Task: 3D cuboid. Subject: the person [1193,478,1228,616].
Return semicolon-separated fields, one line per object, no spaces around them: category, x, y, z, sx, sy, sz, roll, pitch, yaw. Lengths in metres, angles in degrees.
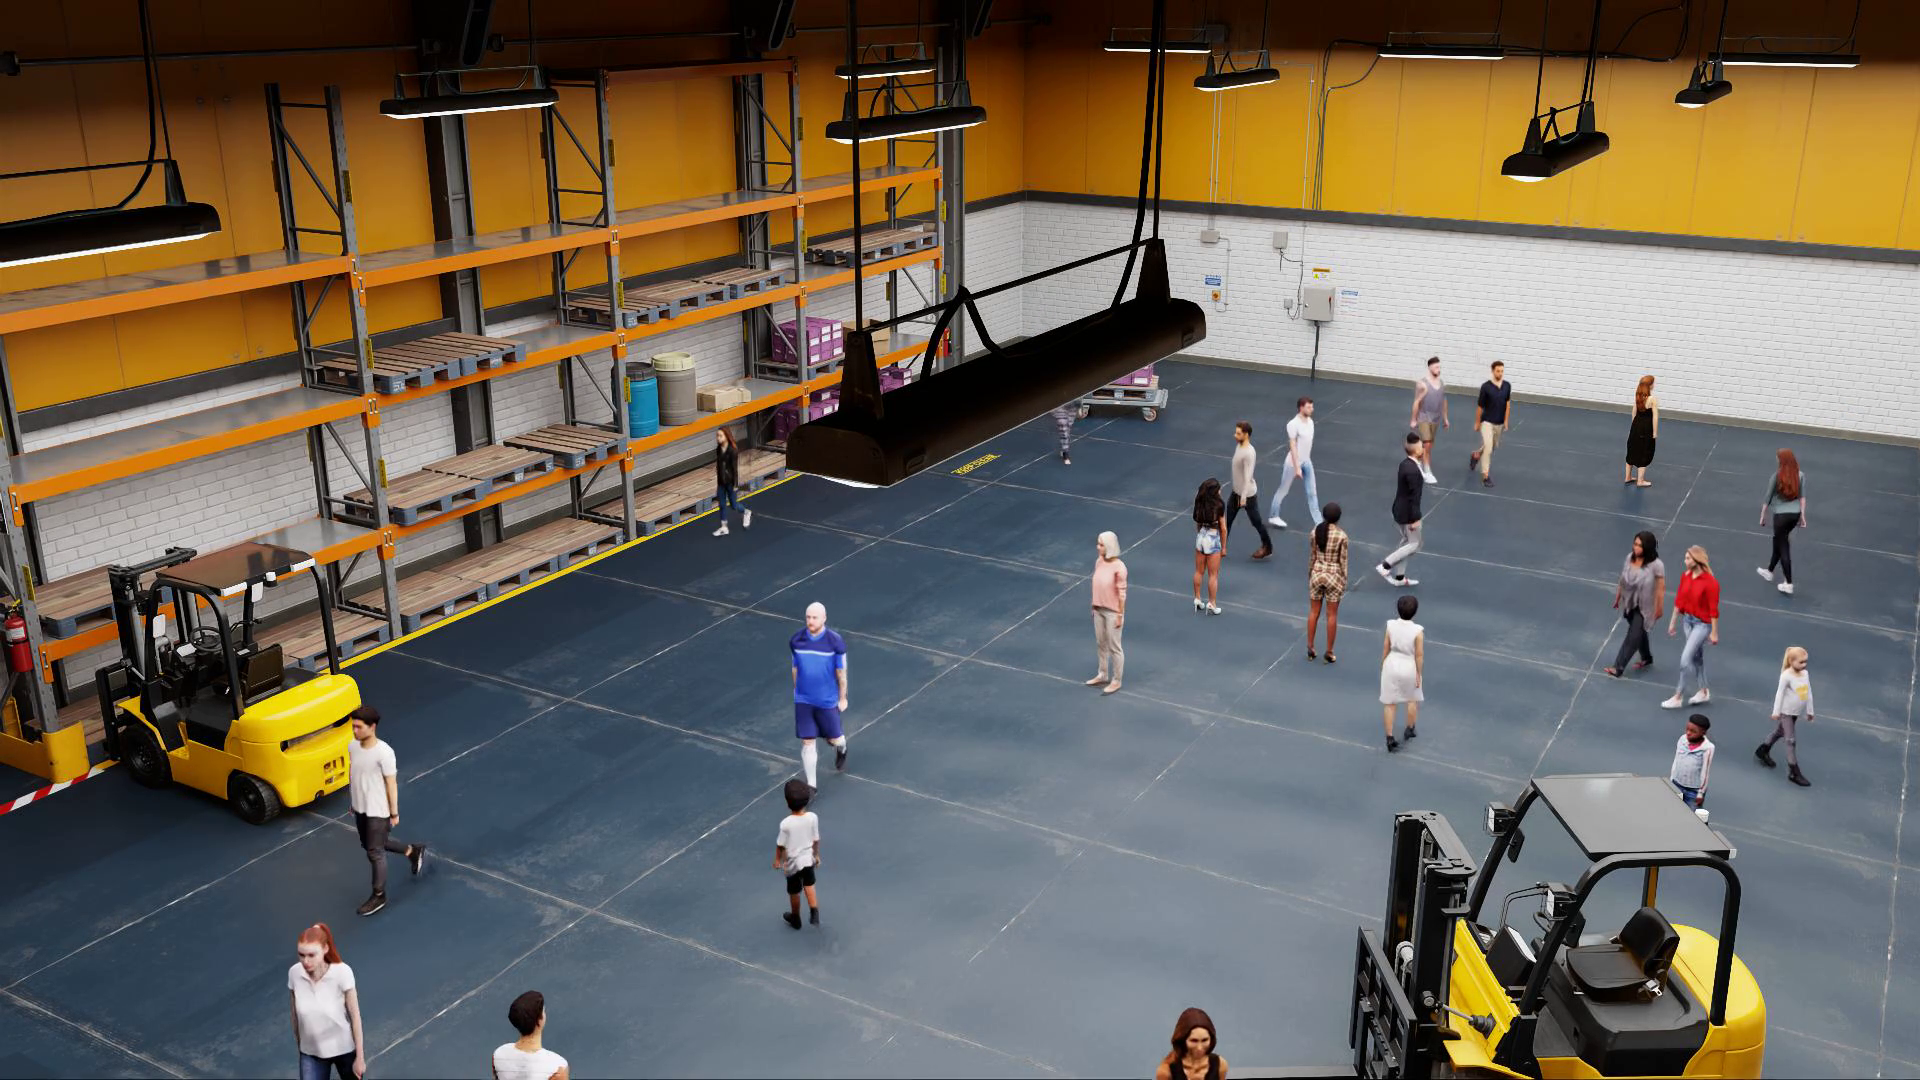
person;2.874;0.070;19.205;0.644;1.626;0.631;-16;24;-39

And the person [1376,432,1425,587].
person;5.280;-0.344;19.940;0.952;1.941;0.887;1;19;2

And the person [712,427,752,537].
person;-3.023;-0.789;22.005;0.603;1.465;0.842;13;23;34

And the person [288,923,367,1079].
person;-3.790;3.088;10.143;0.995;1.688;1.193;-1;19;-3

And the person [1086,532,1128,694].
person;1.536;0.722;17.113;0.648;1.724;0.672;-14;23;-36

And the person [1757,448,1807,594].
person;9.916;-0.196;19.885;0.929;1.696;1.038;0;19;-1

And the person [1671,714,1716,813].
person;6.133;2.035;13.946;0.611;1.258;0.567;-10;21;-27

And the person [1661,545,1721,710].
person;7.482;0.874;16.751;1.019;1.667;0.933;-8;20;-22

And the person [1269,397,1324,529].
person;4.405;-0.993;22.097;1.203;1.795;0.996;-15;24;-37

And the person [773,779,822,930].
person;-1.216;2.442;12.745;0.612;1.252;0.667;-12;22;-32

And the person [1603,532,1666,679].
person;7.212;0.672;17.509;1.138;1.567;0.994;-8;20;-23

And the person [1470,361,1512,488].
person;7.688;-1.720;24.208;1.076;1.824;1.150;-4;19;-11

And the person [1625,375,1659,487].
person;9.919;-1.606;24.181;0.719;1.625;0.684;-10;21;-27

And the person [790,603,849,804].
person;-1.244;1.406;14.932;0.883;1.820;1.158;4;19;12

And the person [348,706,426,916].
person;-4.570;2.069;13.143;0.704;1.704;0.981;13;23;34

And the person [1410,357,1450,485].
person;6.701;-1.764;23.969;0.980;1.822;1.014;-8;20;-24

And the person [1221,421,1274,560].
person;3.649;-0.567;20.802;1.247;1.813;1.192;-4;19;-13

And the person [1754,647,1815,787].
person;7.608;1.567;15.350;0.892;1.248;0.851;-9;21;-25

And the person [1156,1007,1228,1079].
person;1.223;3.343;9.209;0.948;1.801;1.083;-2;19;-6

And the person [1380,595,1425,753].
person;4.158;1.284;15.735;0.566;1.539;0.718;12;22;31

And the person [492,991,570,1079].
person;-2.368;3.368;9.187;0.654;1.769;0.862;9;21;26

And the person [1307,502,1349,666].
person;3.917;0.462;17.781;0.586;1.791;0.553;12;22;32
